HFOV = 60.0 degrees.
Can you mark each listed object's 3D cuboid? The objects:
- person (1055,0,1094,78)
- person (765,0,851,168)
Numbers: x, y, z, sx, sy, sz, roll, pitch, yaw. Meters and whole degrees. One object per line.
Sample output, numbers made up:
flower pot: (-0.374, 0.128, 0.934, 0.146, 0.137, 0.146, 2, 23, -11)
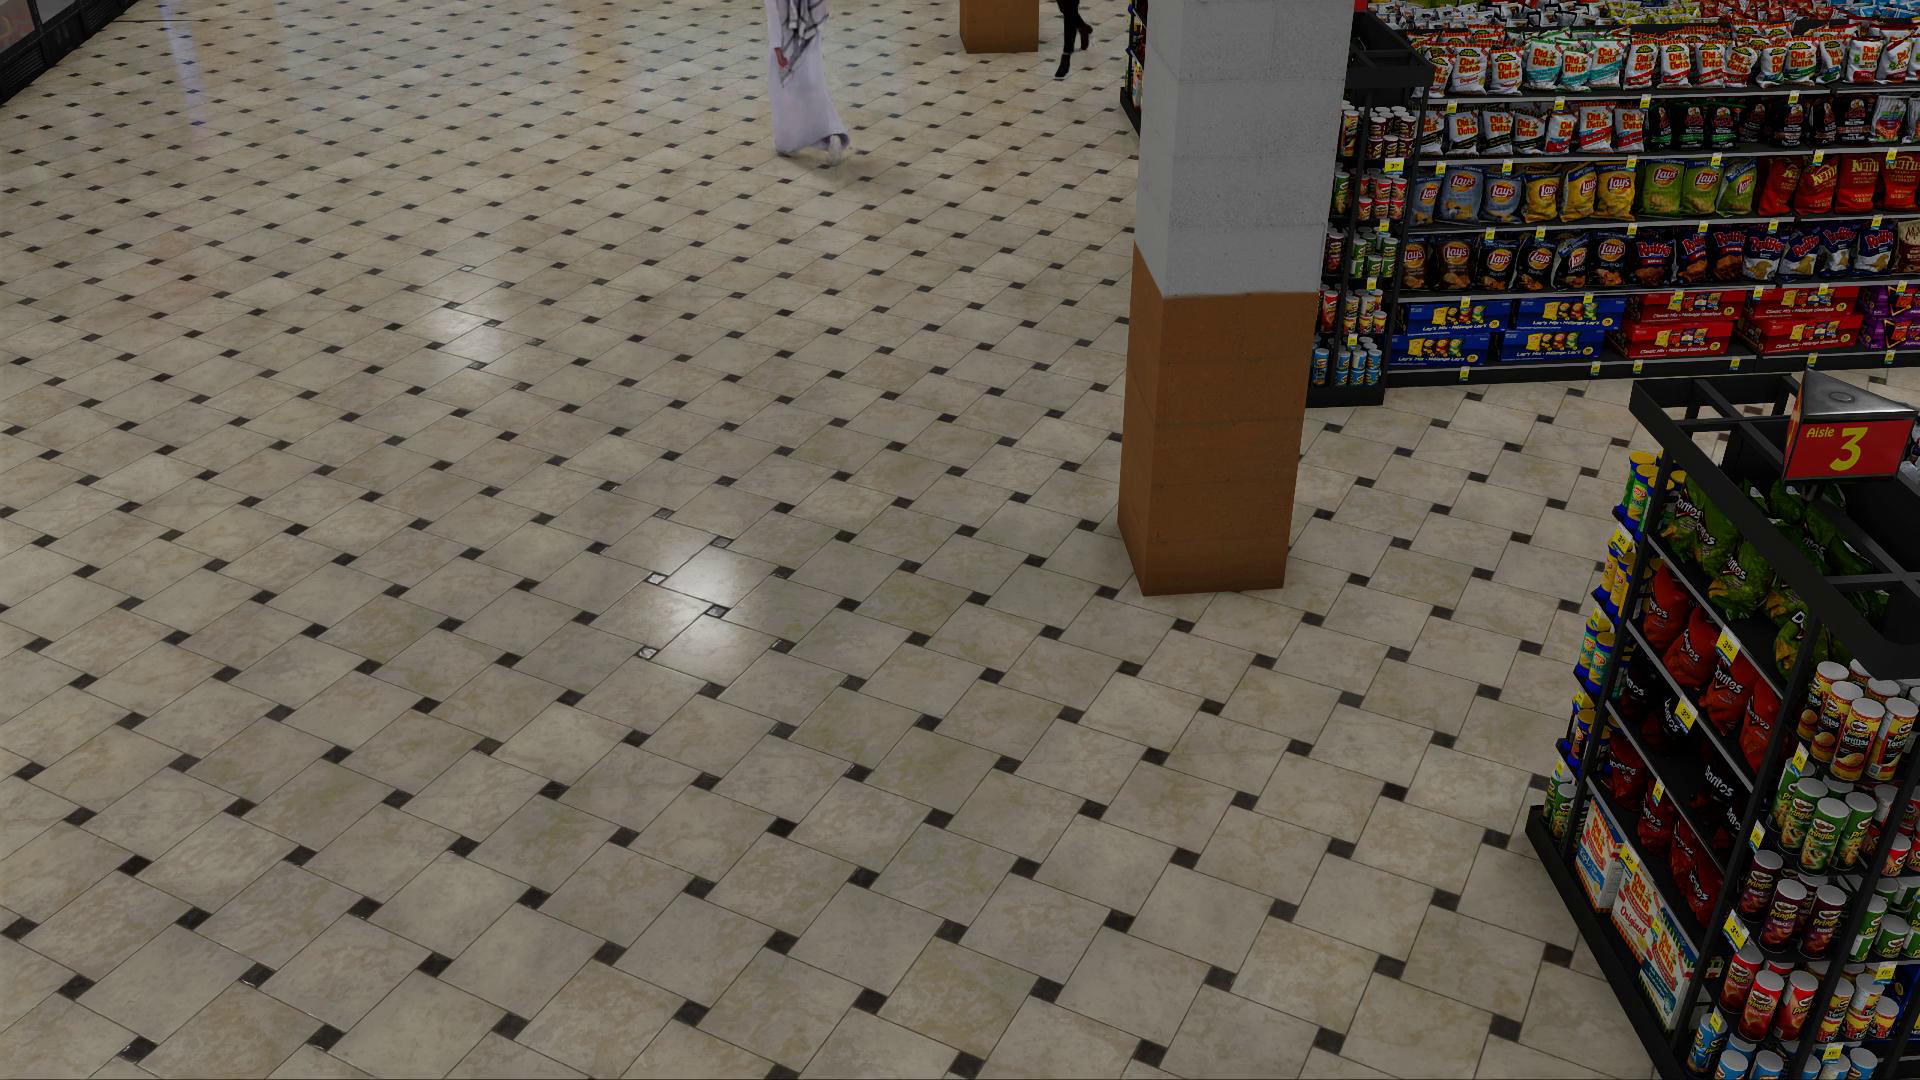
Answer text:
person: (1.037, -5.153, 15.138, 1.154, 1.711, 1.106, 17, 36, 25)
person: (-1.206, -3.815, 12.807, 1.178, 1.902, 1.055, -19, 37, -28)
